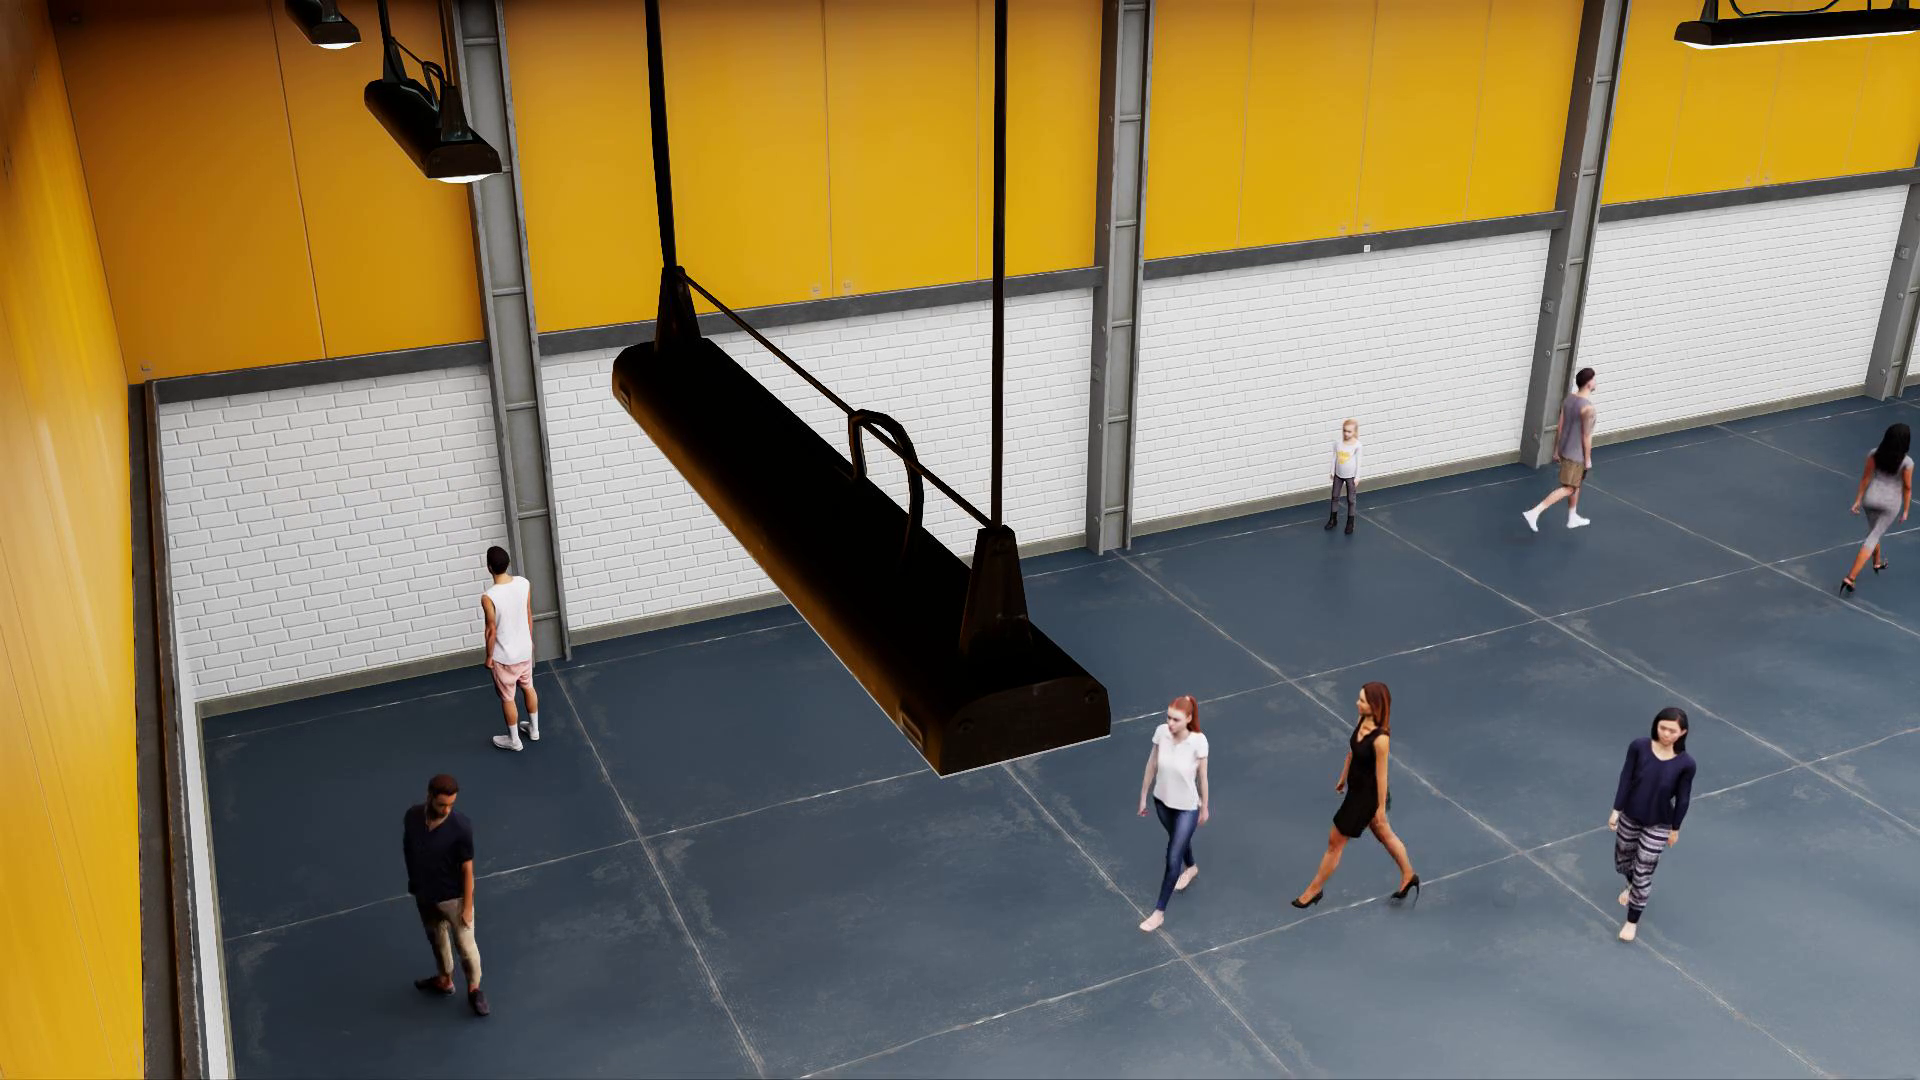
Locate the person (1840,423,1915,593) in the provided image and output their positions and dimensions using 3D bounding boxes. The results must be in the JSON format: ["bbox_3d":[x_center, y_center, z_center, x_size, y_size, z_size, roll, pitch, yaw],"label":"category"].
[{"bbox_3d":[9.061,-0.268,16.454,1.169,1.725,0.754,-16,28,-32],"label":"person"}]

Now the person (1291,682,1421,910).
[{"bbox_3d":[2.919,1.826,11.593,1.225,1.782,0.866,-2,24,-5],"label":"person"}]

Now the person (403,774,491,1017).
[{"bbox_3d":[-3.336,2.222,10.636,0.851,1.822,0.923,13,27,27],"label":"person"}]

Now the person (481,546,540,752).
[{"bbox_3d":[-3.711,0.891,13.722,0.787,1.789,0.676,16,28,32],"label":"person"}]

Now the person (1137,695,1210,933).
[{"bbox_3d":[1.569,1.836,11.687,0.967,1.688,1.212,16,29,33],"label":"person"}]

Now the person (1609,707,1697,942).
[{"bbox_3d":[4.765,1.889,11.521,0.812,1.723,0.950,18,30,36],"label":"person"}]

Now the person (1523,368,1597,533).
[{"bbox_3d":[6.434,-0.915,17.631,1.189,1.825,0.803,-5,24,-11],"label":"person"}]

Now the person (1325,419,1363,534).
[{"bbox_3d":[4.186,-0.715,18.037,0.563,1.275,0.602,15,28,31],"label":"person"}]
